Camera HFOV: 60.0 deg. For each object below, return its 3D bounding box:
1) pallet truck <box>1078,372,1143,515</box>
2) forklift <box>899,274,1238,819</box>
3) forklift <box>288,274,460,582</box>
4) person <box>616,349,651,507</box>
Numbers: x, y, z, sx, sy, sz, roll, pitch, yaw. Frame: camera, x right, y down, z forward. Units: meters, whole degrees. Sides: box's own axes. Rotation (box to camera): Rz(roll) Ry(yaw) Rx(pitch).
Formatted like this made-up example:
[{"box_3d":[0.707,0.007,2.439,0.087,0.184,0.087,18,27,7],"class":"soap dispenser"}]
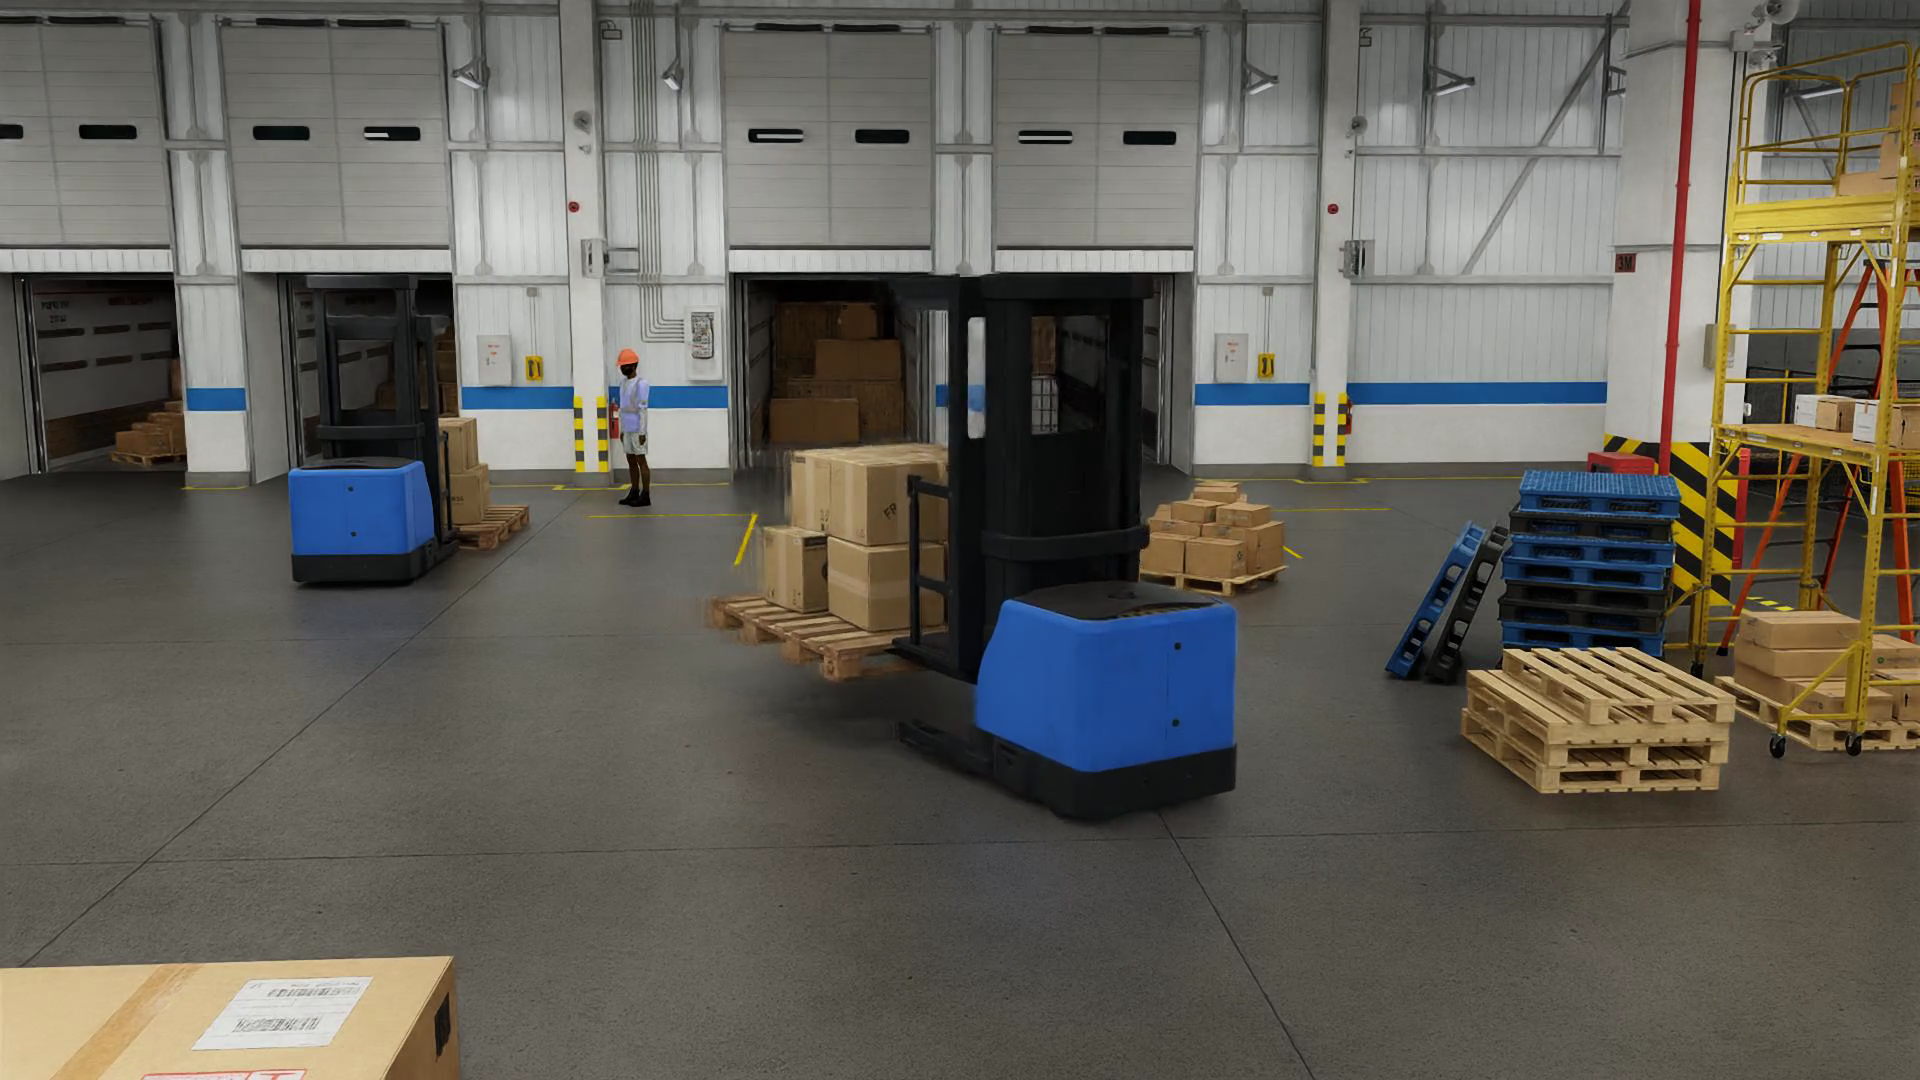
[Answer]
[{"box_3d":[2.088,-0.836,16.757,1.885,1.965,0.823,2,9,13],"class":"pallet truck"},{"box_3d":[0.593,-0.076,9.222,1.129,2.768,1.873,-5,11,-31],"class":"forklift"},{"box_3d":[-5.554,-1.101,15.662,1.129,2.768,1.873,-1,9,-4],"class":"forklift"},{"box_3d":[-4.005,-1.368,20.318,0.390,1.929,0.544,-8,12,-41],"class":"person"}]
